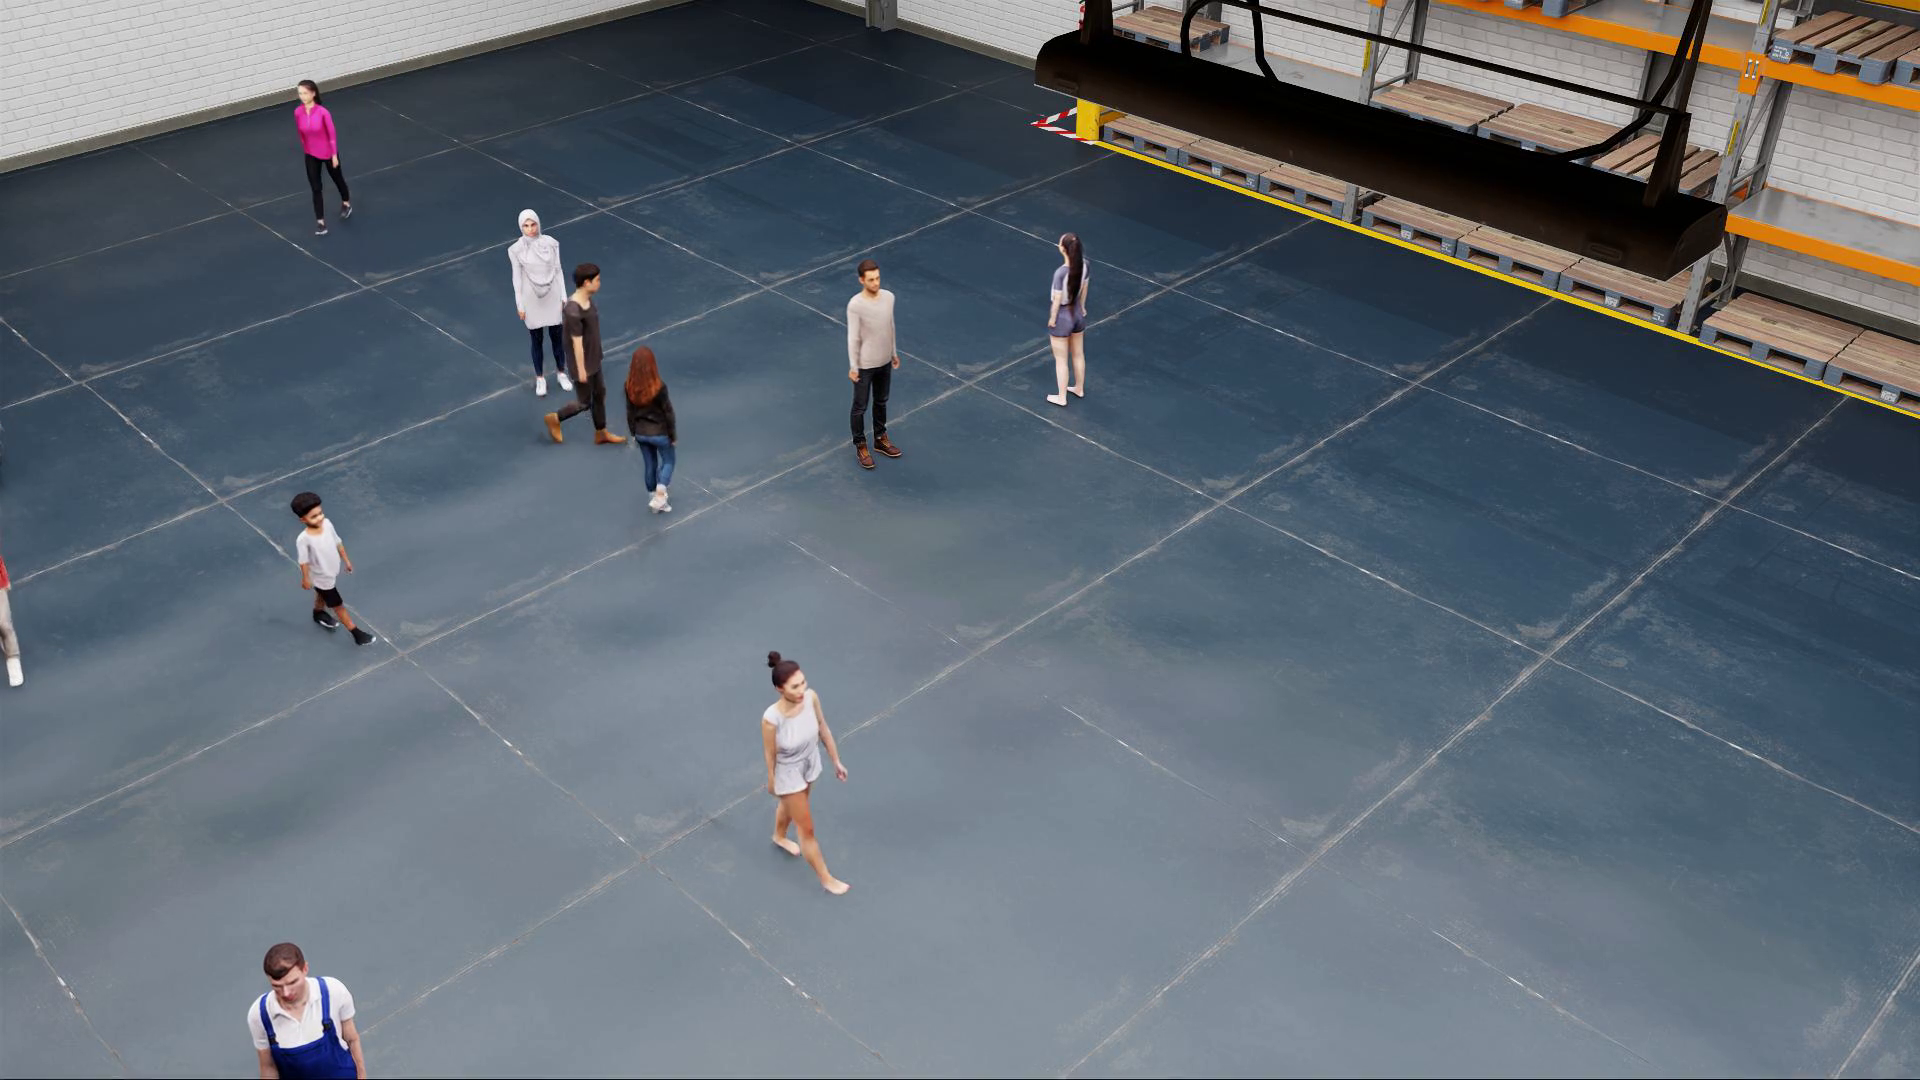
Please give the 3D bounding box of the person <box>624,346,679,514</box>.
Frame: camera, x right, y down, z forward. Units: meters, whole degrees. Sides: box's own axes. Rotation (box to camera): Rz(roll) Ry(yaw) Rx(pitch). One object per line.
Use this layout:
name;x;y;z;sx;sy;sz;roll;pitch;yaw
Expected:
person;-2.516;-0.850;13.505;0.702;1.475;0.777;7;34;10

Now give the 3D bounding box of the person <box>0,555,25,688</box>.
person;-6.975;0.302;11.846;0.734;1.393;1.009;-15;36;-21

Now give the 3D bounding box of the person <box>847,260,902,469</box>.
person;-0.745;-1.527;14.170;0.676;1.866;0.571;-25;41;-33

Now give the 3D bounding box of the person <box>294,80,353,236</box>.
person;-7.065;-4.298;18.530;1.089;1.655;1.128;1;34;2

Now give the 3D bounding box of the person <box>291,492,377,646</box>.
person;-4.698;0.189;12.168;0.956;1.223;0.687;15;37;22

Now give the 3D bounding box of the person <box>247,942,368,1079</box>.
person;-3.065;2.597;7.979;0.701;1.851;0.687;-14;36;-20

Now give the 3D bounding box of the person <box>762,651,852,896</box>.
person;-1.055;1.348;10.102;0.990;1.580;0.653;23;40;31

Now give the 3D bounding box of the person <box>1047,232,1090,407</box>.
person;0.987;-2.008;15.089;0.593;1.649;0.503;-28;42;-35

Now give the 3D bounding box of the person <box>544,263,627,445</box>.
person;-3.328;-1.562;14.390;1.059;1.681;0.967;6;34;9

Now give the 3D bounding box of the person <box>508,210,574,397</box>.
person;-3.832;-2.186;15.244;0.687;1.775;0.660;-14;36;-19
